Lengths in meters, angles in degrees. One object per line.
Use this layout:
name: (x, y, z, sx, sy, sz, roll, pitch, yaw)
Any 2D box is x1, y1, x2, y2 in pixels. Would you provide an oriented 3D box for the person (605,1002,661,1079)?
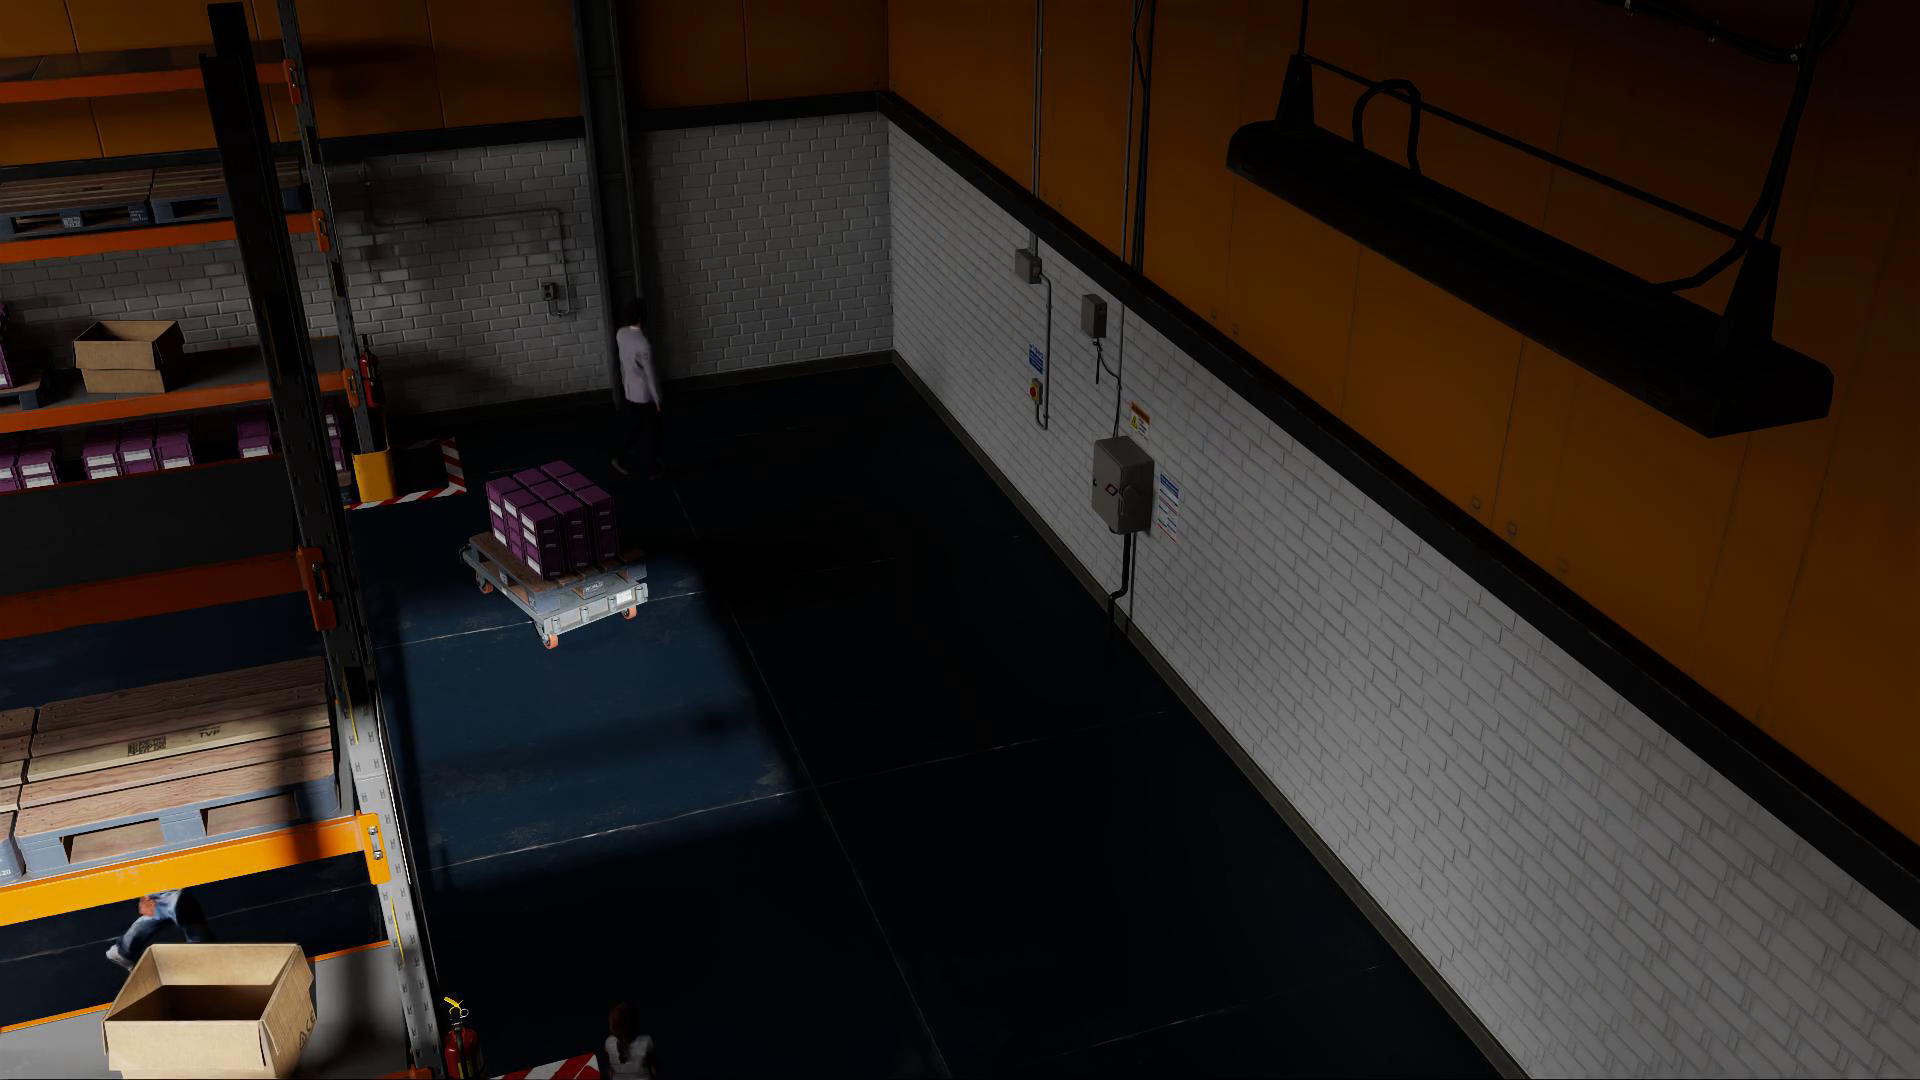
person: (-1.743, 2.877, 8.803, 0.629, 1.011, 0.597, -1, 29, -2)

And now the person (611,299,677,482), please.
person: (-3.082, -1.371, 15.730, 0.985, 1.837, 0.873, -24, 37, -36)
